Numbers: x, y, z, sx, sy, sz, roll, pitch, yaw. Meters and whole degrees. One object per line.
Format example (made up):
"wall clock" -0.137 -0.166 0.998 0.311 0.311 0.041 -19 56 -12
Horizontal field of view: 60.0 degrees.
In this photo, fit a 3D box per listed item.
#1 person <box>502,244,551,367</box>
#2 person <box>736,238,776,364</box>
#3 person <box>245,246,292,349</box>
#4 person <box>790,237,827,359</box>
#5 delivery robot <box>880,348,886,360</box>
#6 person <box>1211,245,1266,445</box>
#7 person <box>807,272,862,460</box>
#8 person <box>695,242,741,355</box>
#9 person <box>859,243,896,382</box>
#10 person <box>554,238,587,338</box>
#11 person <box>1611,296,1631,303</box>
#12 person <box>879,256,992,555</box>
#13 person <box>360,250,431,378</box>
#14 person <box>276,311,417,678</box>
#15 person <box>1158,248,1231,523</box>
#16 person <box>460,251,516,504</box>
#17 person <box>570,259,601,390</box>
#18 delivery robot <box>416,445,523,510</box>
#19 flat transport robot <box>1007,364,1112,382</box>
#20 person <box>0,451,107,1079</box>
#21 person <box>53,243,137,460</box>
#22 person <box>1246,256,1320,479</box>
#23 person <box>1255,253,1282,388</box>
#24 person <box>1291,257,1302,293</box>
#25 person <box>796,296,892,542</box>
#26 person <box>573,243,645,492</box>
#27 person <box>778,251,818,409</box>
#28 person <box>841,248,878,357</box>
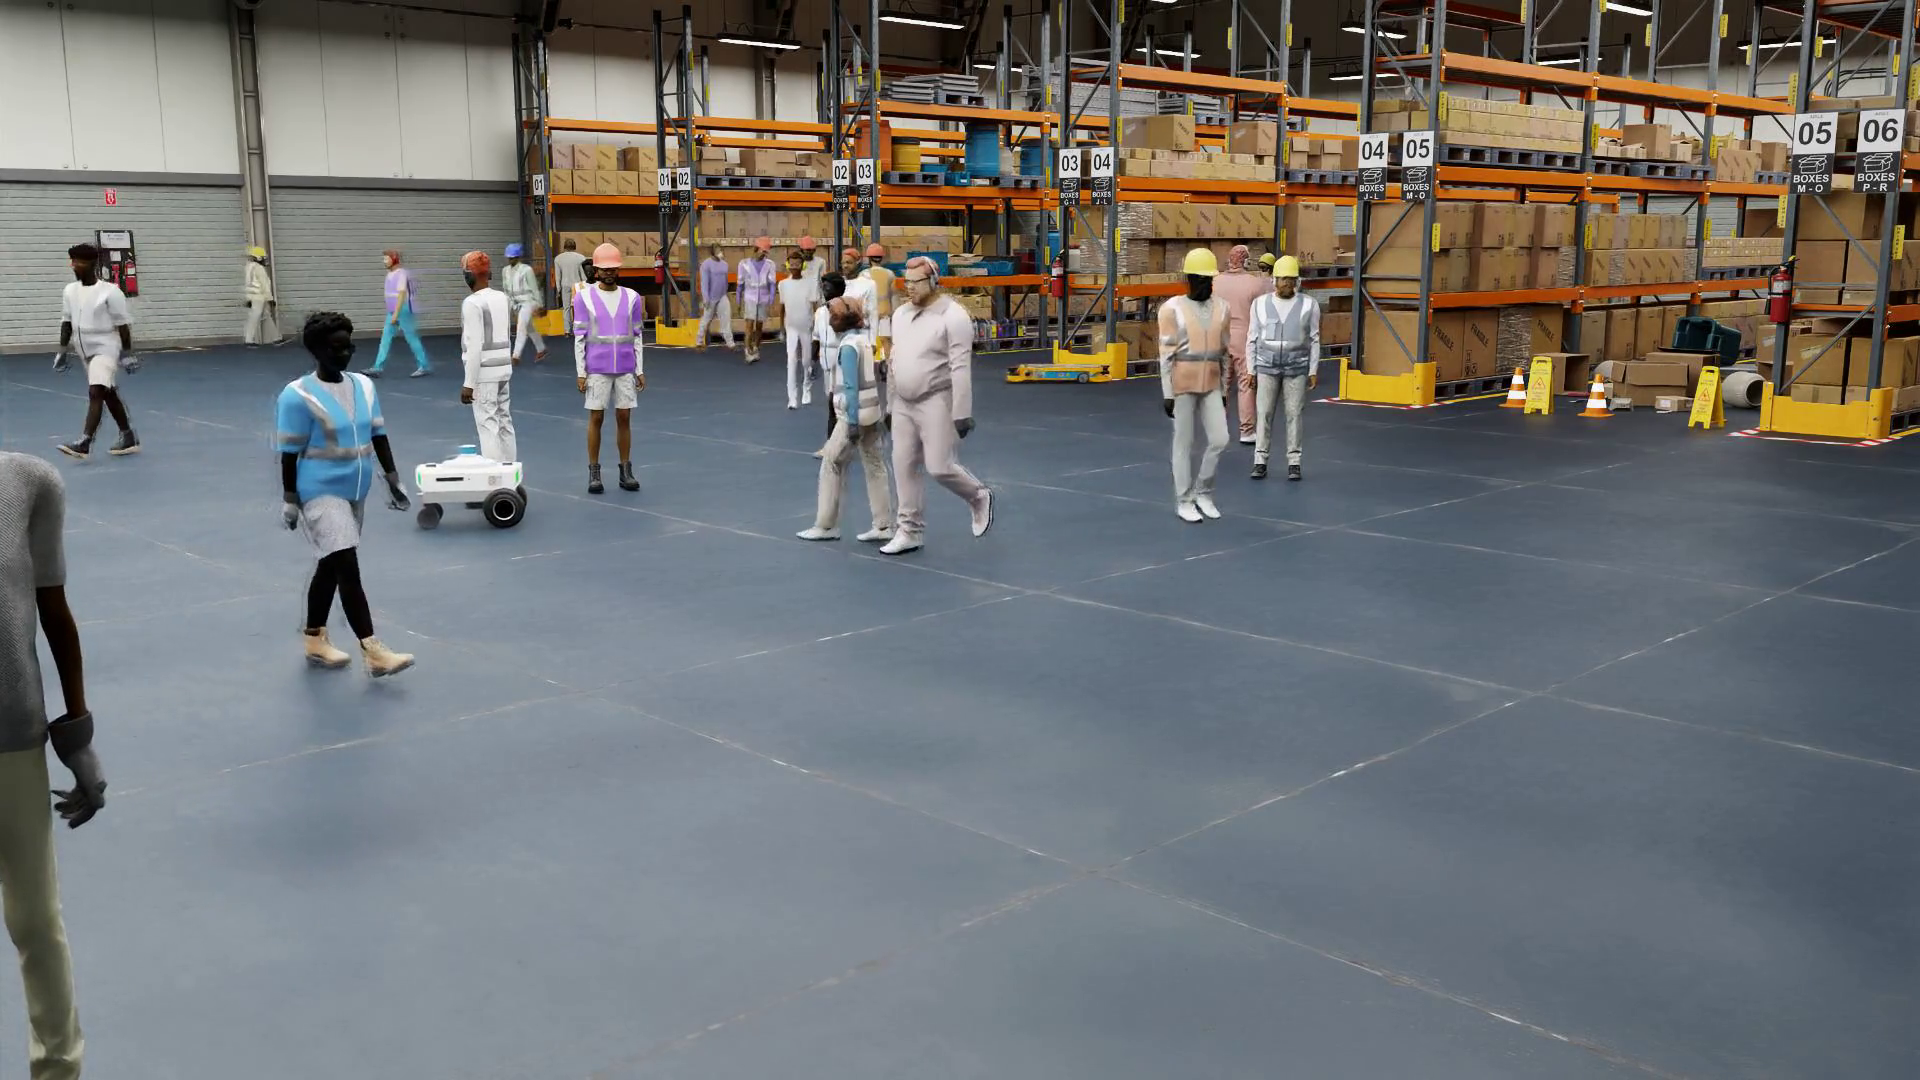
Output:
"person" -6.758 -3.661 25.870 0.646 1.882 1.058 7 12 33
"person" -3.232 -3.796 26.374 0.621 1.977 0.972 -4 11 -22
"person" -12.415 -4.329 29.705 0.911 1.786 0.590 -7 13 -35
"person" -2.461 -3.890 26.863 0.613 1.983 0.756 -4 11 -21
"delivery robot" -0.777 -2.636 23.719 0.707 0.478 0.477 1 10 3
"person" 2.683 -1.887 16.083 0.652 1.906 0.402 7 12 32
"person" -1.177 -1.535 14.804 0.545 1.667 0.732 10 14 43
"person" -4.154 -4.098 28.189 1.034 1.893 0.642 9 14 40
"person" -1.133 -3.122 22.878 0.556 1.893 1.013 -4 11 -19
"person" -7.622 -4.942 32.651 0.627 1.941 0.371 -1 10 -4
"person" 13.069 -4.972 32.828 0.551 1.932 0.378 9 14 41
"person" -0.174 -0.863 10.590 0.666 1.877 0.742 9 14 42
"person" -7.964 -3.178 23.439 0.569 1.791 0.974 10 14 44
"person" -2.764 -0.202 7.577 0.819 1.655 0.539 4 11 20
"person" 1.653 -1.065 11.588 0.599 1.906 0.482 -4 11 -21
"person" -3.535 -1.206 12.424 0.354 1.886 0.572 3 11 13
"person" -4.793 -2.806 21.666 0.538 1.696 0.317 -2 11 -9
"delivery robot" -3.429 -0.421 11.630 0.707 0.478 0.477 -3 11 -12
"flat transport robot" 1.369 -2.316 23.000 1.431 0.197 0.652 0 10 1
"person" -2.077 0.451 3.467 0.514 1.864 0.316 -8 13 -38
"person" -7.842 -1.691 14.966 0.608 1.912 0.999 4 11 20
"person" 2.659 -1.420 13.738 0.601 1.830 0.404 3 11 14
"person" 4.003 -2.875 21.851 0.526 1.769 0.328 8 13 37
"person" 4.484 -3.053 22.999 0.714 1.708 0.485 -2 11 -12
"person" -0.766 -0.775 10.816 0.724 1.603 0.543 3 11 15
"person" -2.740 -1.352 13.080 0.550 1.935 0.376 -5 12 -25
"person" -1.885 -2.487 19.598 0.506 1.829 0.969 0 10 2
"person" -1.172 -2.137 17.588 0.582 1.880 0.480 5 11 25
